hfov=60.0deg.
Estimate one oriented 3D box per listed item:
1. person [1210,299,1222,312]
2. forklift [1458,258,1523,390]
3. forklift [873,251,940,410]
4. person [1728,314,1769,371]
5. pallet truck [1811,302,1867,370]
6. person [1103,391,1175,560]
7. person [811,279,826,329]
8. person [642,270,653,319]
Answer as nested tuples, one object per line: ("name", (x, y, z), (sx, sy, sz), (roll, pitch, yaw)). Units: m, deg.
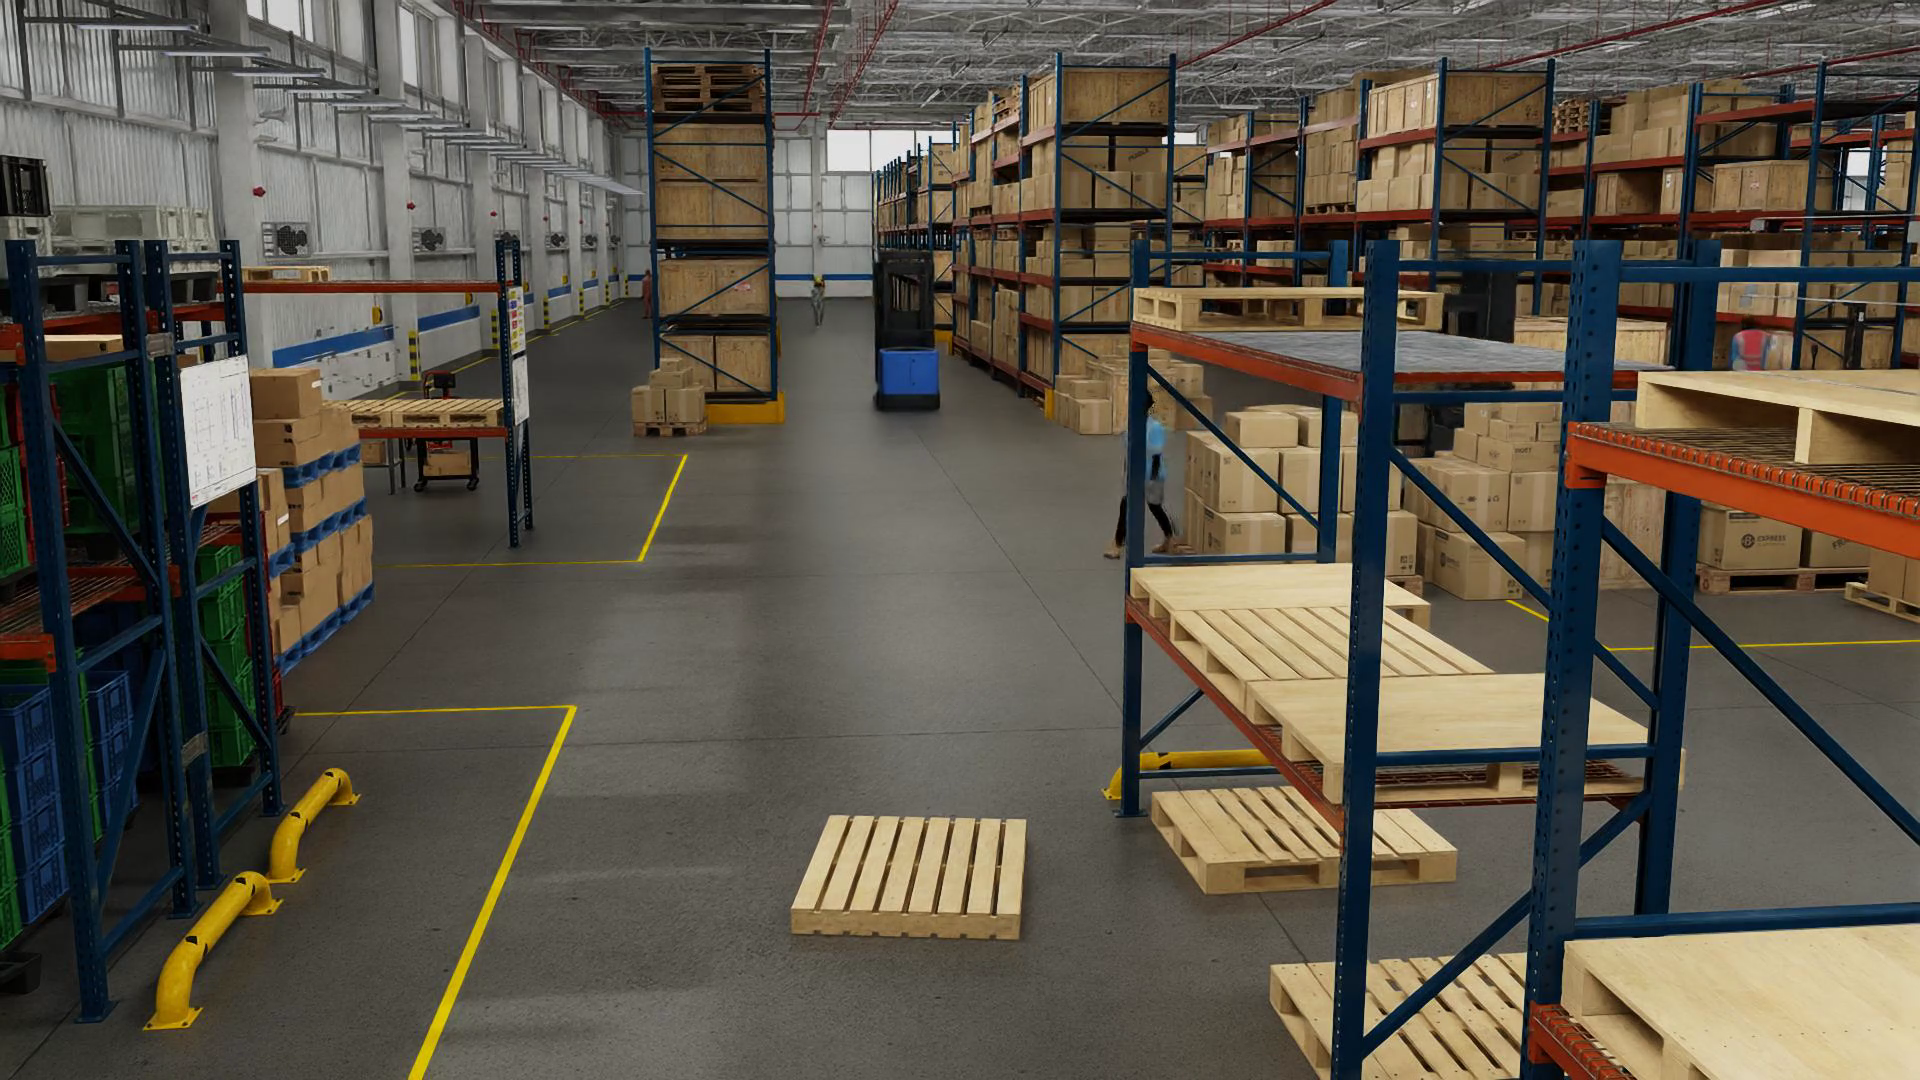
("person", (9.202, -8.715, 60.151), (0.574, 1.829, 0.450), (0, 10, -1))
("forklift", (6.006, -1.817, 19.002), (1.873, 2.768, 1.129), (-1, 10, -6))
("forklift", (-0.972, -3.810, 30.047), (1.129, 2.768, 1.873), (-1, 10, -6))
("person", (12.998, -2.810, 27.436), (0.637, 1.820, 0.634), (0, 10, 2))
("pallet truck", (15.846, -3.142, 28.793), (1.885, 1.965, 0.823), (2, 10, 12))
("person", (1.765, -0.635, 15.892), (0.886, 1.638, 0.579), (-8, 13, -37))
("person", (-4.832, -8.092, 57.008), (0.500, 1.699, 0.858), (-4, 11, -20))
("person", (-12.078, -9.523, 64.447), (0.401, 1.894, 0.654), (8, 13, 37))
